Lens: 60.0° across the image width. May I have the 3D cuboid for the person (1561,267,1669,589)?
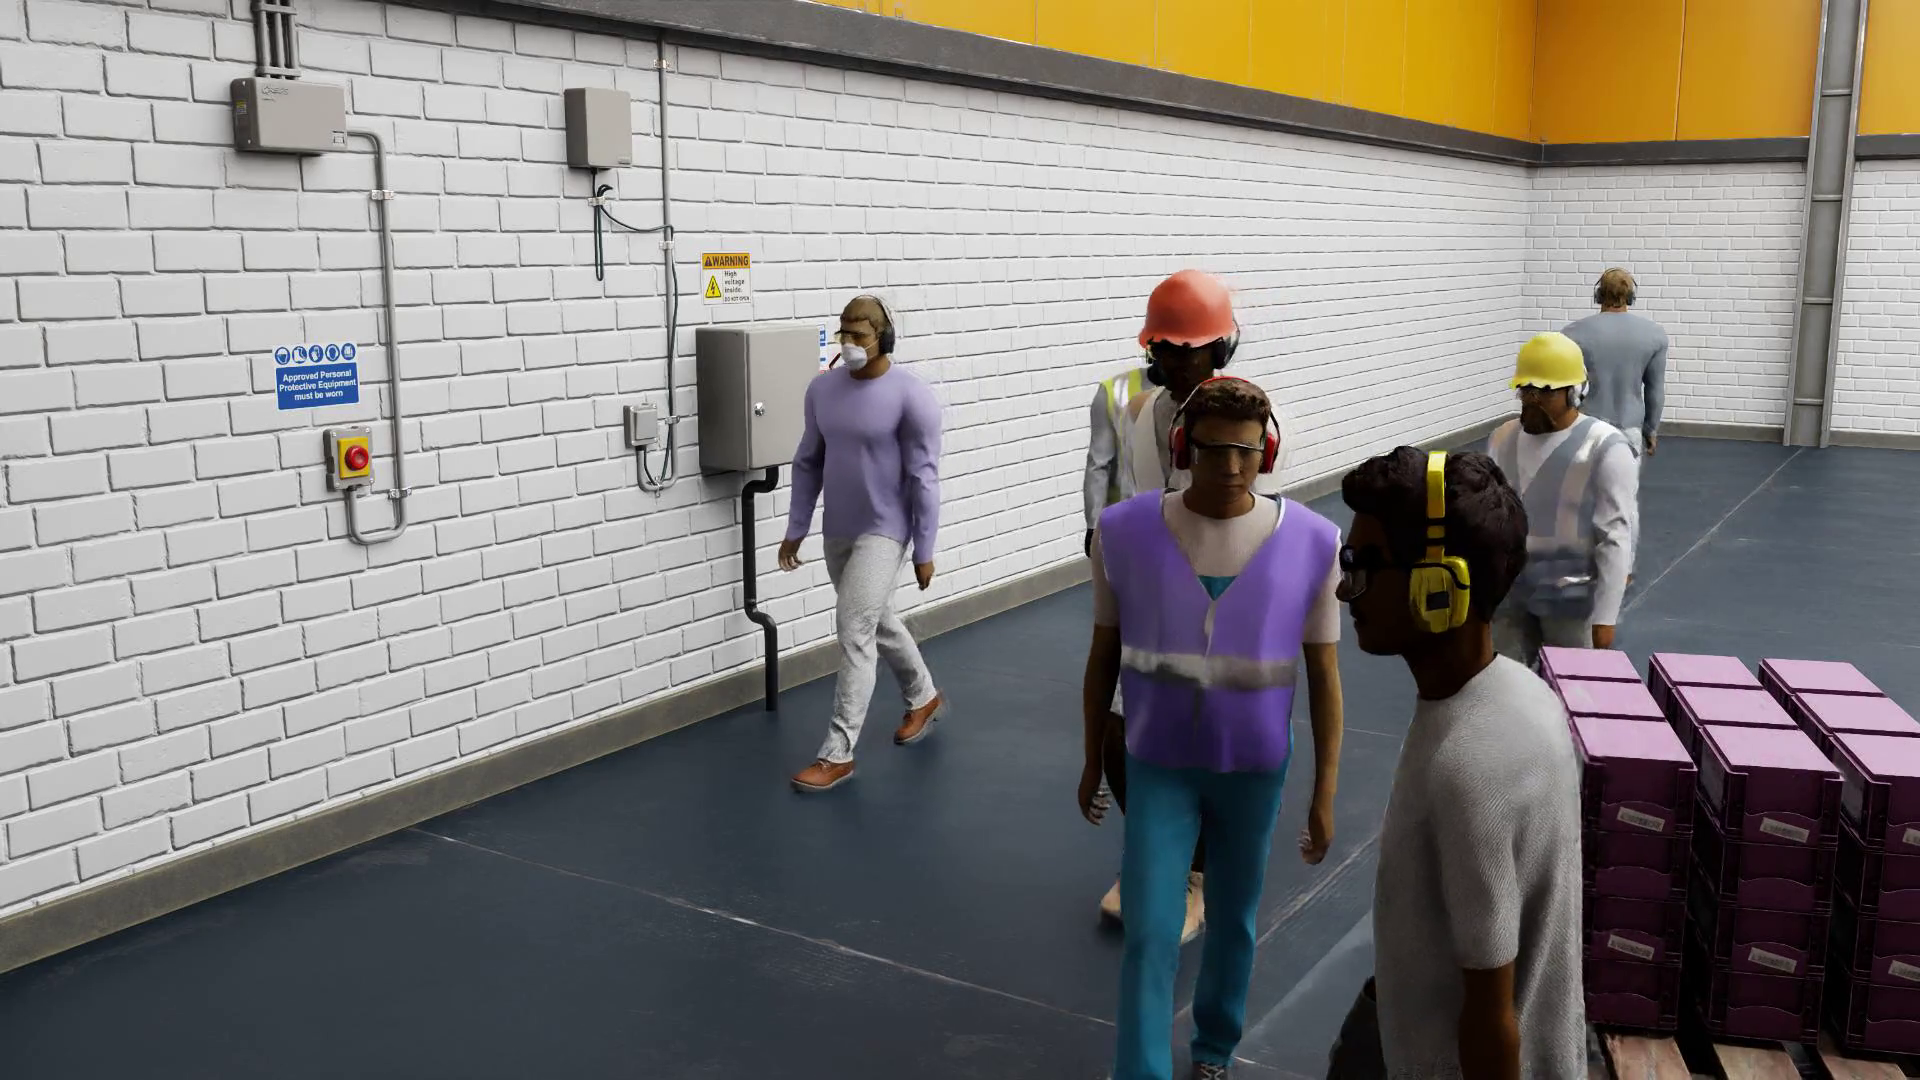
[{"bbox_3d":[3.895,-0.663,10.024,0.629,1.940,0.372,2,10,11],"label":"person"}]

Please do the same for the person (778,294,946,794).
[{"bbox_3d":[-0.342,-0.025,6.616,0.637,1.902,0.994,9,13,40],"label":"person"}]

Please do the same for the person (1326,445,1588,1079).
[{"bbox_3d":[0.585,0.782,2.326,0.873,1.834,0.540,5,11,26],"label":"person"}]

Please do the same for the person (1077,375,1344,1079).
[{"bbox_3d":[0.549,0.548,3.695,0.592,1.797,0.903,1,10,7],"label":"person"}]

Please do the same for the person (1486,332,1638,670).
[{"bbox_3d":[2.093,0.175,5.808,0.801,1.804,0.603,-7,12,-34],"label":"person"}]

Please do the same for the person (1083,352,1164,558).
[{"bbox_3d":[0.858,-0.084,7.209,0.627,1.804,0.931,2,10,8],"label":"person"}]

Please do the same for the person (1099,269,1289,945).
[{"bbox_3d":[0.641,0.232,4.858,0.611,2.018,0.484,10,14,43],"label":"person"}]
